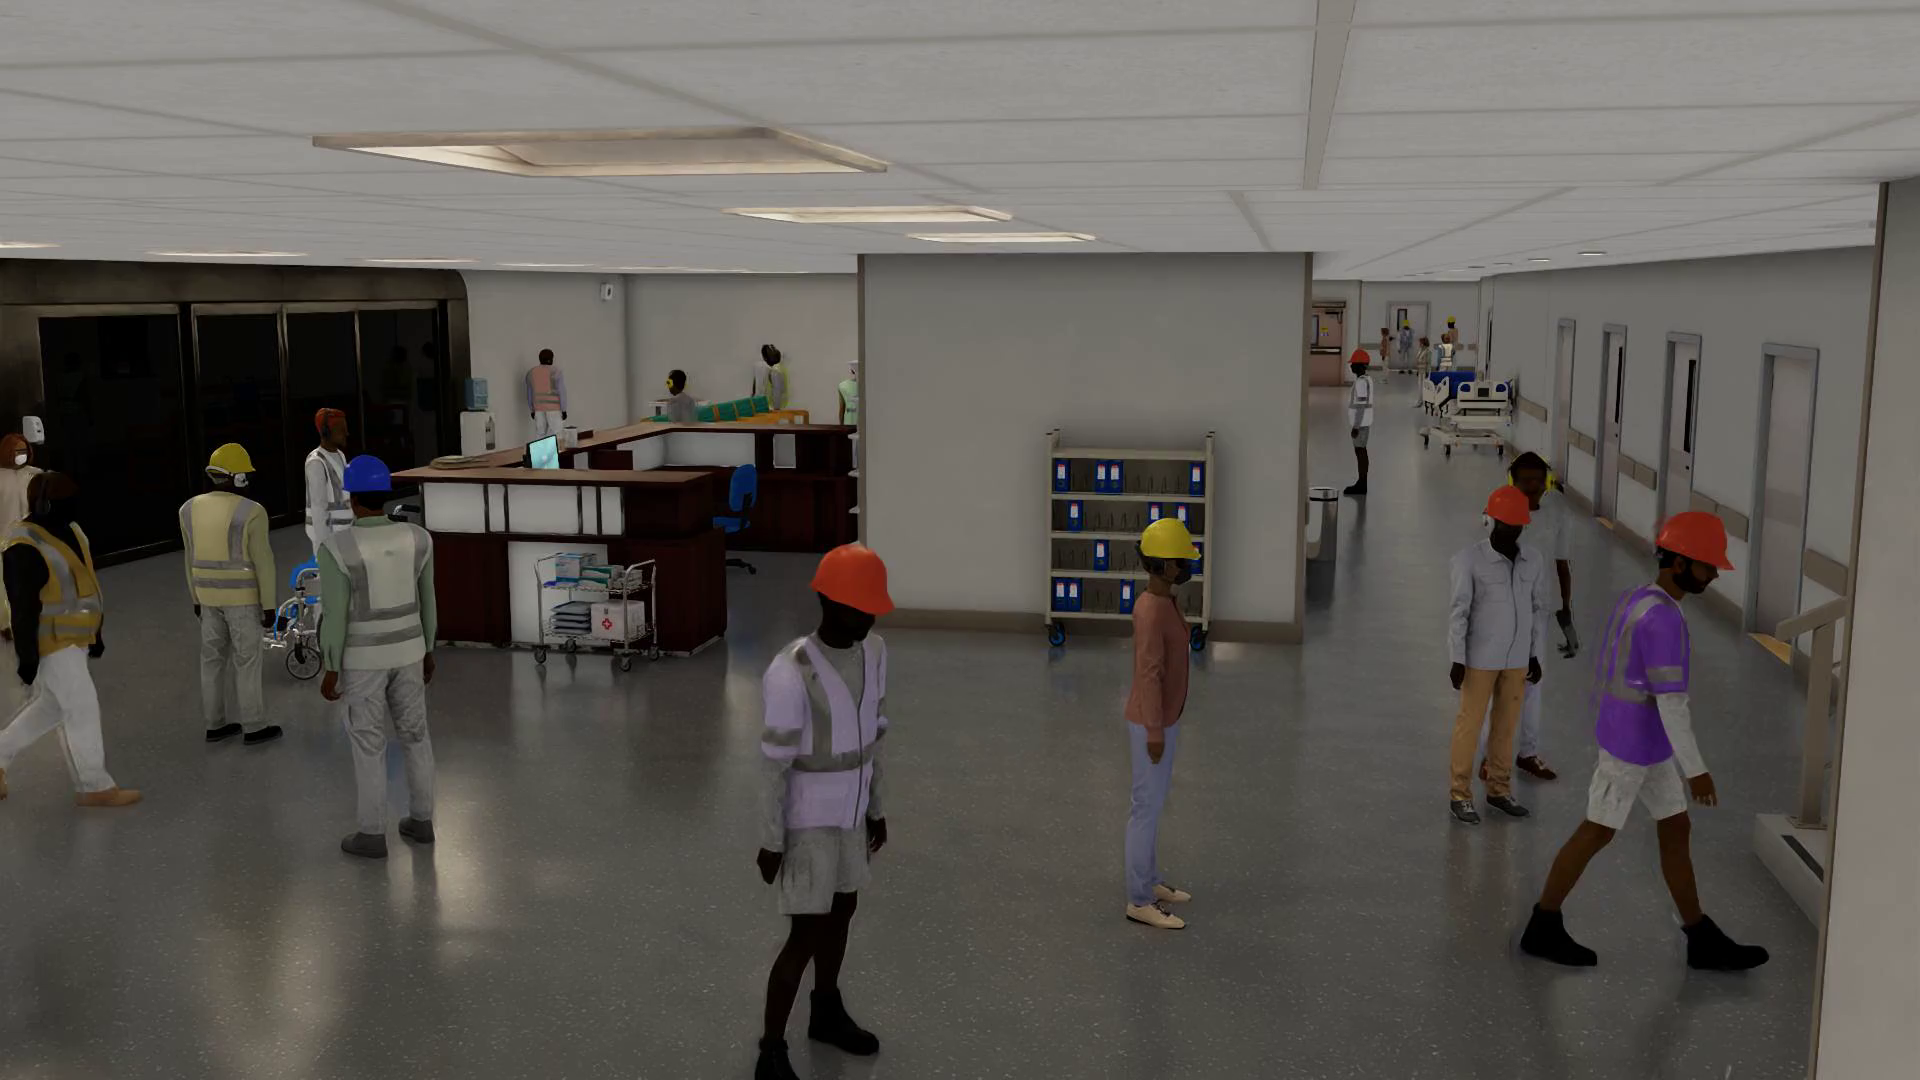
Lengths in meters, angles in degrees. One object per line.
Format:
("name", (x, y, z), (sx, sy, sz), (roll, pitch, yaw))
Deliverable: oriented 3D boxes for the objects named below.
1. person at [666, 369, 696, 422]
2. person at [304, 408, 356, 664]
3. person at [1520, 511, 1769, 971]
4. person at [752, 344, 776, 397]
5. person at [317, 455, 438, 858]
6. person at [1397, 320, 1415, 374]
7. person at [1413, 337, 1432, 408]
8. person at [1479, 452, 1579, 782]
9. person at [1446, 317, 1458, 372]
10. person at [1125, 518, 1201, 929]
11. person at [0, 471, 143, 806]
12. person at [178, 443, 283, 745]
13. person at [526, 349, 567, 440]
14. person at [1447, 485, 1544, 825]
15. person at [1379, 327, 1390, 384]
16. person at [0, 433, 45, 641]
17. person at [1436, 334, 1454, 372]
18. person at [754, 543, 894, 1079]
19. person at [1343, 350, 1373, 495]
("person", (-3.167, -1.005, 18.833), (0.455, 1.840, 0.521), (5, 10, 31))
("person", (-4.611, -0.031, 12.215), (0.339, 1.883, 0.586), (-1, 9, -4))
("person", (2.742, 0.815, 6.647), (0.934, 1.879, 0.579), (4, 10, 26))
("person", (-3.166, -2.300, 27.400), (0.572, 1.837, 0.451), (6, 11, 36))
("person", (-2.823, 0.559, 8.078), (0.401, 1.945, 0.614), (7, 11, 38))
("person", (14.469, -6.252, 53.891), (0.616, 1.763, 0.858), (-1, 9, -3))
("person", (10.724, -3.866, 38.466), (0.312, 1.638, 0.512), (-2, 9, -12))
("person", (3.150, 0.431, 9.275), (0.559, 1.858, 0.397), (0, 9, 3))
("person", (14.825, -5.771, 50.169), (0.383, 1.923, 0.588), (0, 9, 2))
("person", (0.877, 0.780, 7.220), (0.311, 1.768, 0.532), (2, 9, 13))
("person", (-4.828, 0.529, 8.752), (0.835, 1.811, 0.613), (-1, 9, -9))
("person", (-4.366, 0.332, 10.009), (0.597, 1.826, 0.403), (2, 9, 14))
("person", (-6.250, -1.978, 25.264), (0.621, 1.845, 0.429), (2, 9, 11))
("person", (2.771, 0.584, 8.557), (0.572, 1.747, 0.343), (-3, 9, -21))
("person", (12.308, -5.334, 48.200), (0.314, 1.641, 0.515), (3, 9, 19))
("person", (-7.386, -0.029, 13.061), (0.286, 1.627, 0.504), (6, 10, 35))
("person", (12.152, -4.353, 41.694), (0.514, 1.641, 0.308), (-5, 10, -29))
("person", (-0.450, 0.943, 5.701), (0.500, 1.905, 0.638), (6, 10, 34))
("person", (5.334, -1.573, 22.259), (0.360, 1.939, 0.543), (3, 9, 21))
